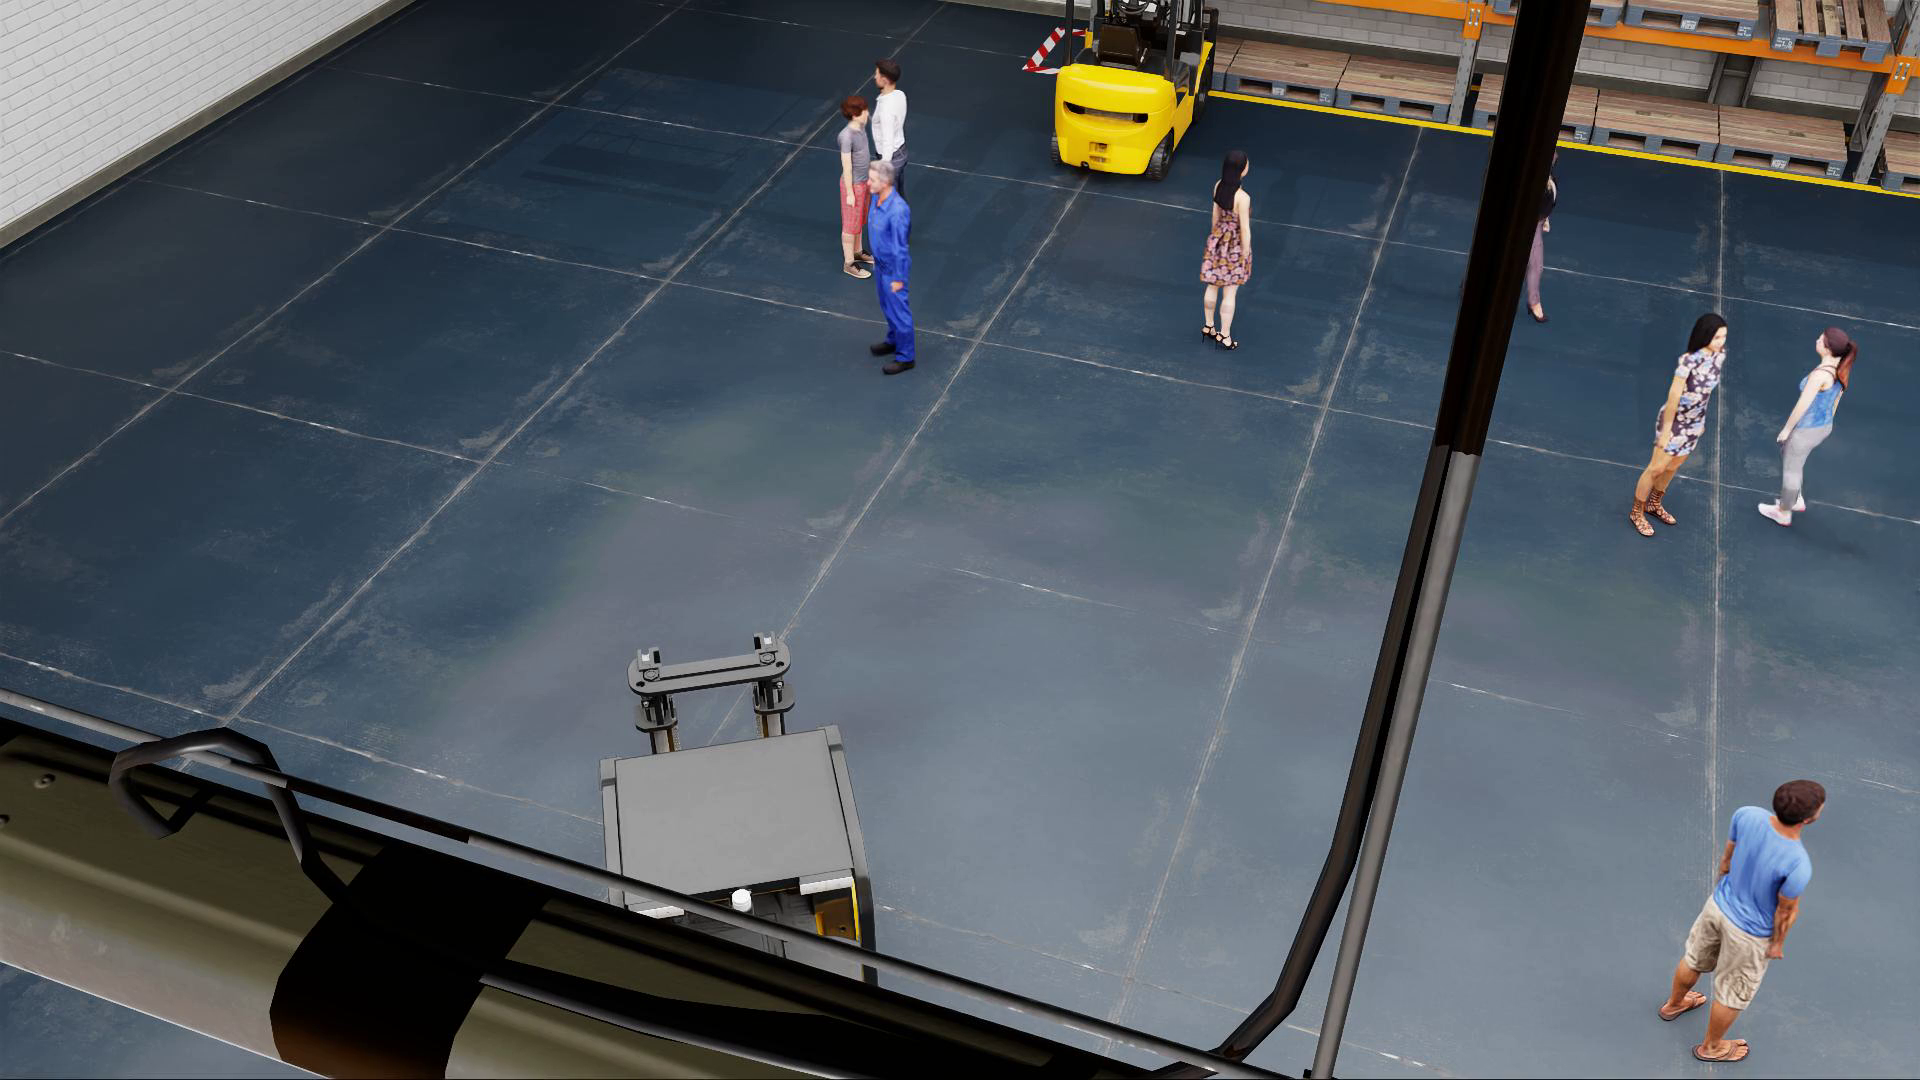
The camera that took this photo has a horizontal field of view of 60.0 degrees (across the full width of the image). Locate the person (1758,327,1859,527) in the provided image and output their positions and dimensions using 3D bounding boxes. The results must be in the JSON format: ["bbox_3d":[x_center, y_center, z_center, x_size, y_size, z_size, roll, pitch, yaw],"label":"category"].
[{"bbox_3d":[6.119,-0.768,11.852,0.701,1.599,0.739,-24,45,-27],"label":"person"}]

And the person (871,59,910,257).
[{"bbox_3d":[-0.613,-3.419,14.957,0.587,1.868,0.636,9,40,11],"label":"person"}]

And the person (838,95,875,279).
[{"bbox_3d":[-0.936,-3.169,14.817,0.510,1.651,0.586,12,40,15],"label":"person"}]

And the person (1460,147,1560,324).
[{"bbox_3d":[4.756,-2.664,14.198,1.038,1.636,0.638,16,41,19],"label":"person"}]

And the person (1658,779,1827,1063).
[{"bbox_3d":[3.920,1.882,8.322,0.783,1.863,0.750,-11,40,-14],"label":"person"}]

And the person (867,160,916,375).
[{"bbox_3d":[-0.546,-2.241,13.516,0.825,1.825,0.781,-14,41,-17],"label":"person"}]

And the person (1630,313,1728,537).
[{"bbox_3d":[5.129,-0.837,11.832,0.669,1.733,0.717,-19,42,-22],"label":"person"}]

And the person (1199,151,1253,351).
[{"bbox_3d":[2.217,-2.390,13.742,0.863,1.775,0.790,-22,44,-25],"label":"person"}]
